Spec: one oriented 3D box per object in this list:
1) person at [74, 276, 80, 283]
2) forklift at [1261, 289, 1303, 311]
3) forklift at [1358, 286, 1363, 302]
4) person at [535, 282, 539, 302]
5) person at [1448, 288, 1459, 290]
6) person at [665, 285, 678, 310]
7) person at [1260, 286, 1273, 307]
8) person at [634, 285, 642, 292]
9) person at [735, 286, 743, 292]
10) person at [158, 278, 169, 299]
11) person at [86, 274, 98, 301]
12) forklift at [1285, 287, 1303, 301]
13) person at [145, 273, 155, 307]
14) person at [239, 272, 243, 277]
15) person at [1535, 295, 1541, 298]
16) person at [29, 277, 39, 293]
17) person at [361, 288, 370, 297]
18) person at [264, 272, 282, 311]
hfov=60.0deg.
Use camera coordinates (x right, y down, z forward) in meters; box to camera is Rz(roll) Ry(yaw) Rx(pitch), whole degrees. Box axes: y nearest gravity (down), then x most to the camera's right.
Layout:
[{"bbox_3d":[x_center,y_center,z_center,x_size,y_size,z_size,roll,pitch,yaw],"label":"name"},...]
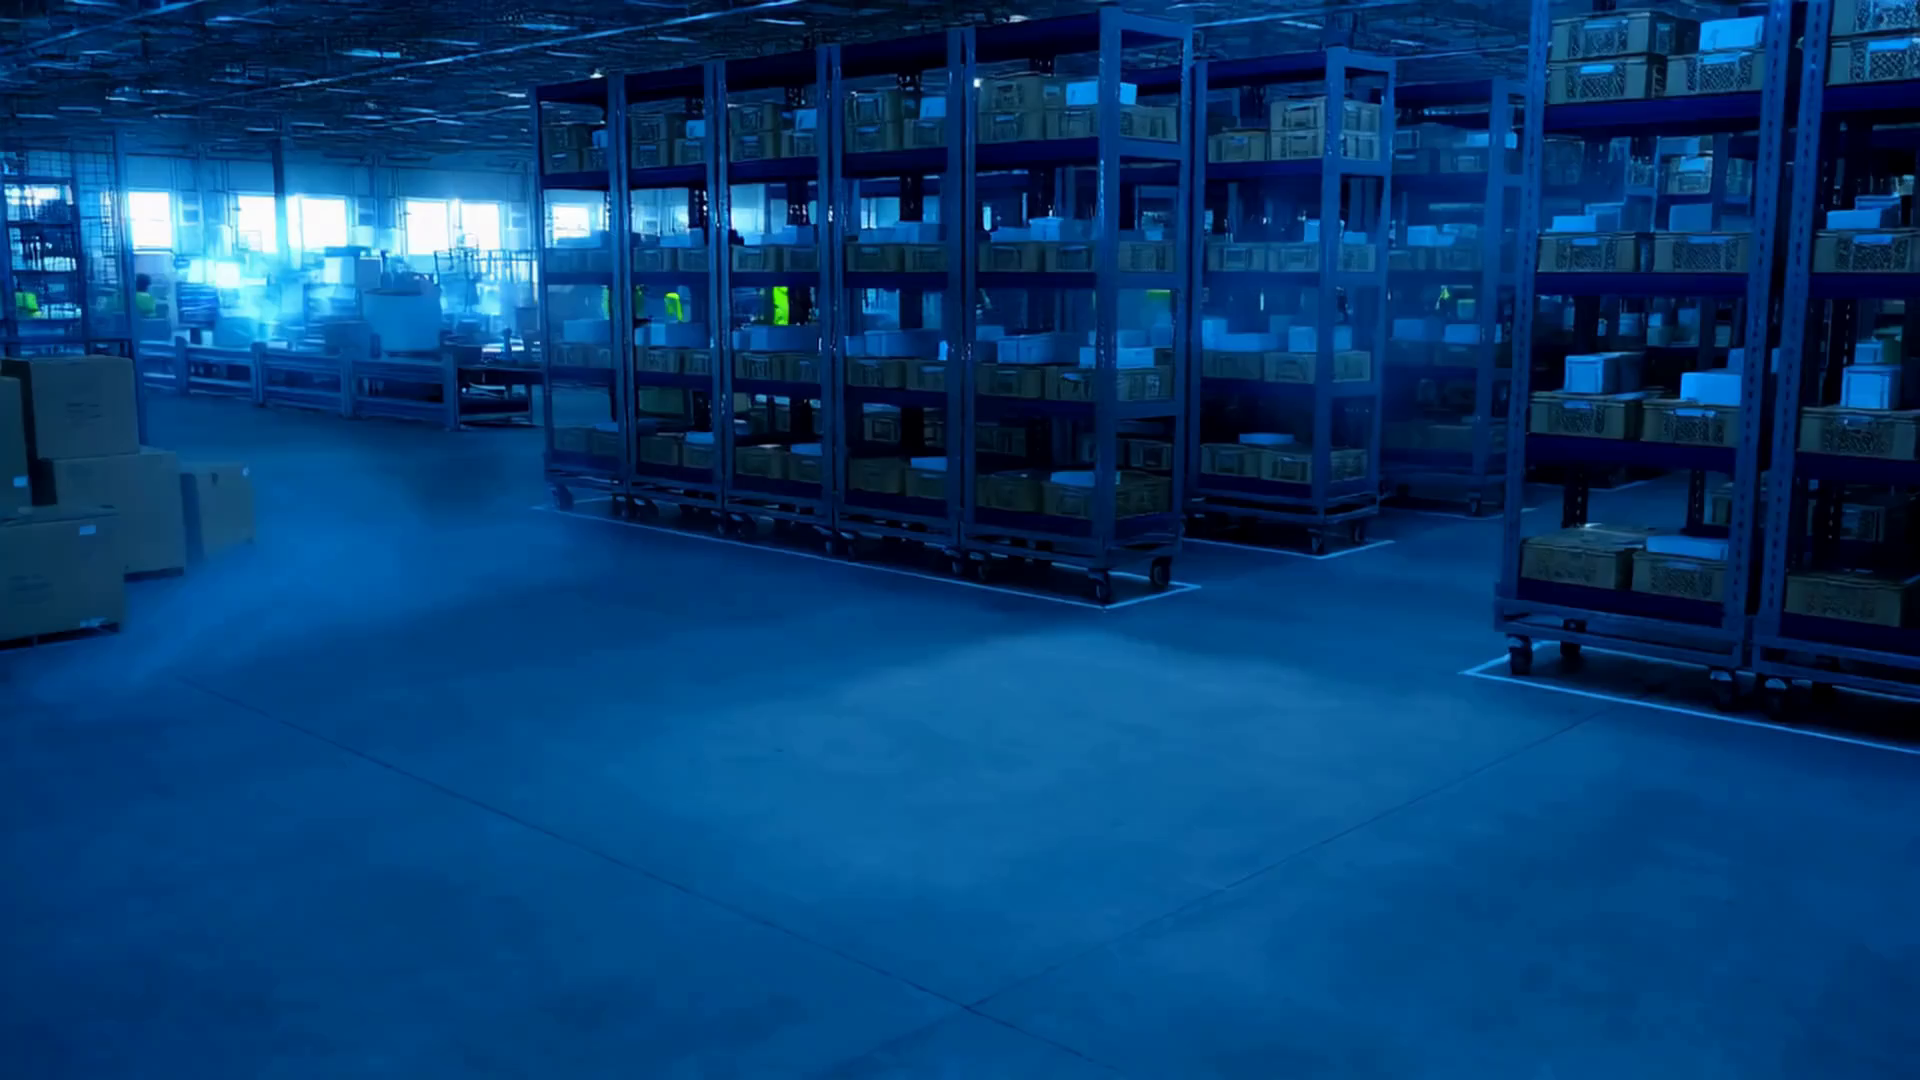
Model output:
[{"bbox_3d":[-45.091,-12.824,85.311,0.393,1.985,0.611,4,10,25],"label":"person"},{"bbox_3d":[9.640,-7.722,51.291,1.129,2.768,1.873,-9,13,-42],"label":"forklift"},{"bbox_3d":[11.100,-7.017,46.970,1.873,2.768,1.129,9,13,43],"label":"forklift"},{"bbox_3d":[-16.114,-9.302,64.071,0.534,1.868,0.309,3,10,16],"label":"person"},{"bbox_3d":[19.953,-9.707,67.177,0.546,1.650,0.845,8,12,41],"label":"person"},{"bbox_3d":[-8.872,-7.148,51.638,0.752,1.603,0.534,9,13,42],"label":"person"},{"bbox_3d":[8.170,-6.092,44.749,0.524,1.755,0.400,-1,9,-6],"label":"person"},{"bbox_3d":[-14.489,-10.977,73.817,1.023,2.000,0.682,8,12,42],"label":"person"},{"bbox_3d":[-10.639,-11.786,80.151,0.511,1.593,0.864,-6,11,-34],"label":"person"},{"bbox_3d":[-27.396,-8.132,57.259,0.528,1.745,0.547,-8,12,-41],"label":"person"},{"bbox_3d":[-28.584,-7.794,54.723,0.546,1.911,0.833,5,11,29],"label":"person"},{"bbox_3d":[10.769,-8.203,54.240,1.129,2.768,1.873,8,12,42],"label":"forklift"},{"bbox_3d":[-39.262,-12.025,80.734,0.927,1.882,0.590,-5,11,-29],"label":"person"},{"bbox_3d":[-37.183,-12.945,86.199,0.551,1.935,0.371,8,12,41],"label":"person"},{"bbox_3d":[15.349,-6.144,44.897,0.585,1.816,0.422,-2,9,-9],"label":"person"},{"bbox_3d":[-29.958,-7.635,53.836,0.514,1.877,0.328,3,10,20],"label":"person"},{"bbox_3d":[-19.739,-7.862,55.028,0.551,1.936,0.356,9,13,43],"label":"person"},{"bbox_3d":[-22.094,-7.614,53.426,0.611,1.964,0.361,2,9,12],"label":"person"}]
